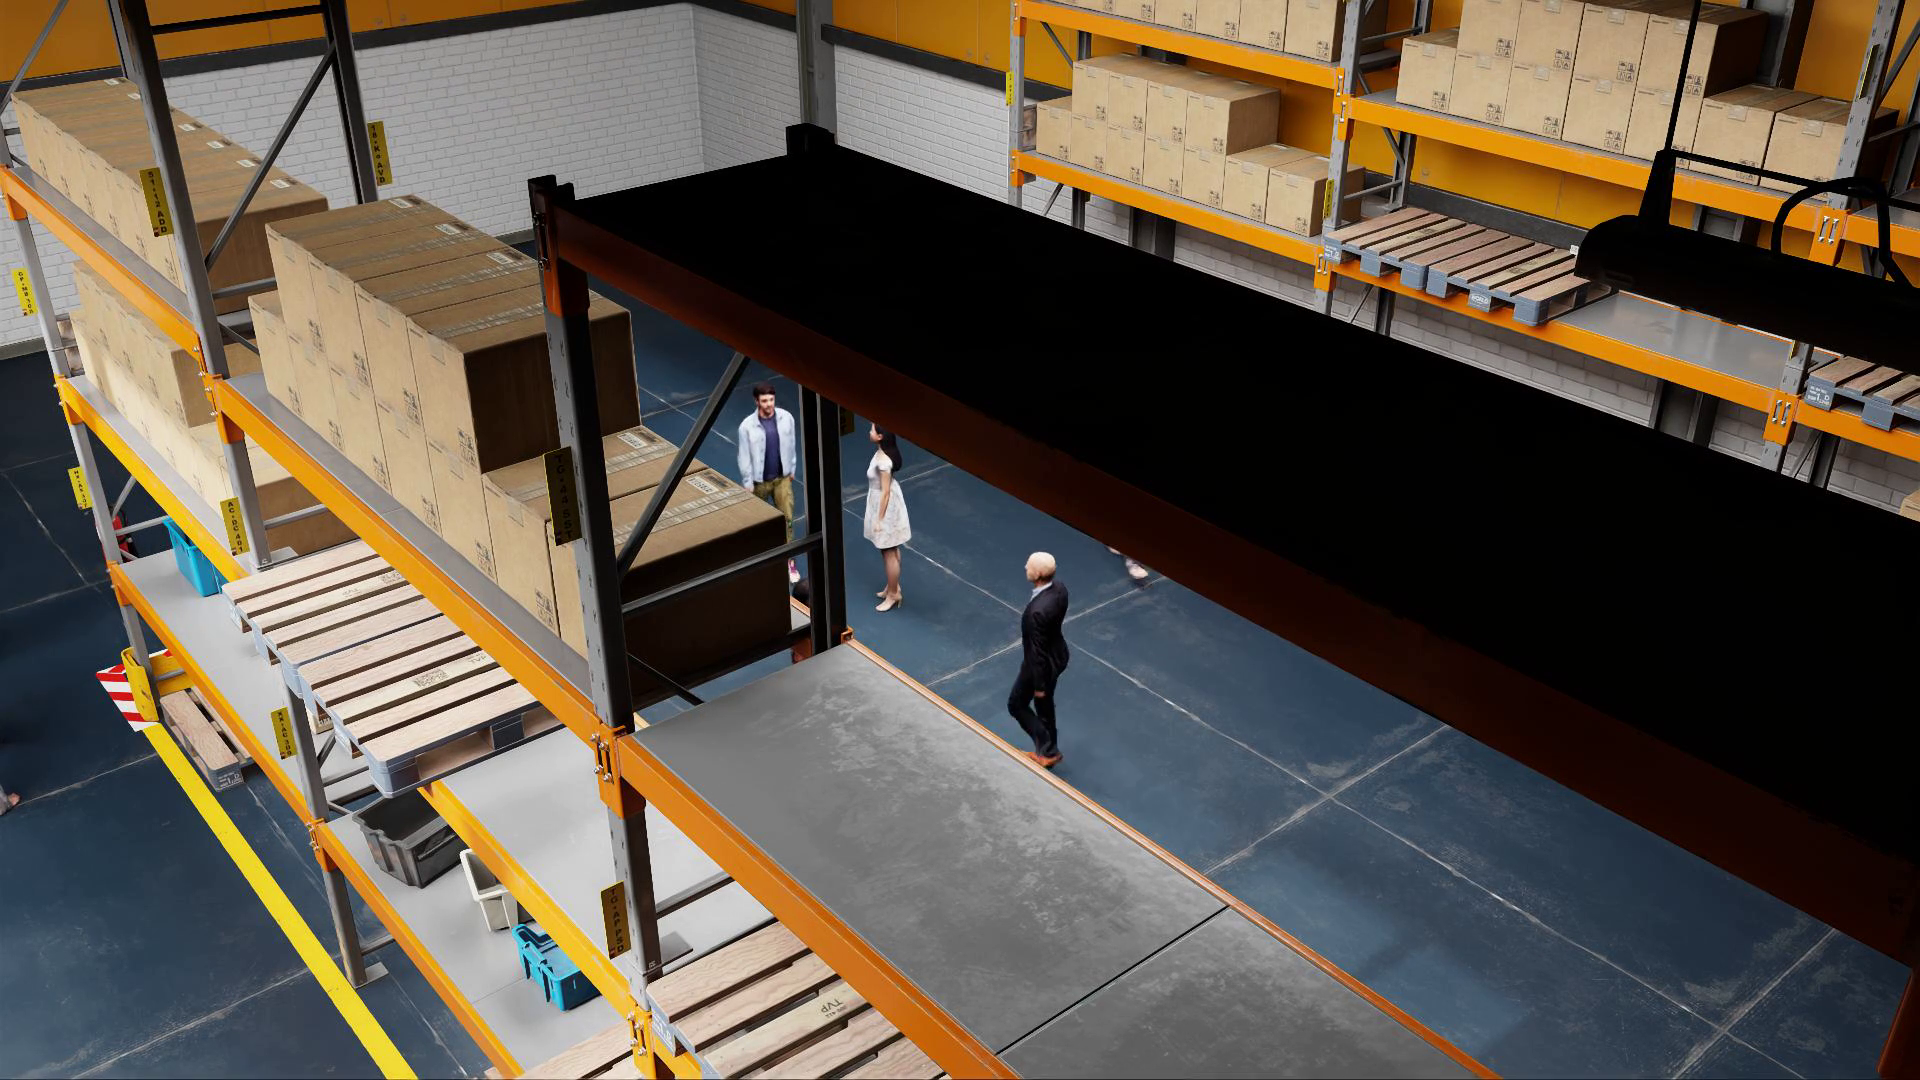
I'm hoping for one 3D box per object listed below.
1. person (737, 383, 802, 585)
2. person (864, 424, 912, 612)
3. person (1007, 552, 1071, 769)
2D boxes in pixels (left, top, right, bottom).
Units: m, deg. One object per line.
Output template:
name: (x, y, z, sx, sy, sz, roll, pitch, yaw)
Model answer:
person: (-1.712, -0.561, 14.614, 0.924, 1.769, 1.264, -12, 31, -21)
person: (-0.626, -0.226, 13.994, 0.834, 1.774, 0.772, 2, 29, 3)
person: (0.661, 0.901, 11.912, 0.803, 1.789, 0.799, 13, 31, 22)
